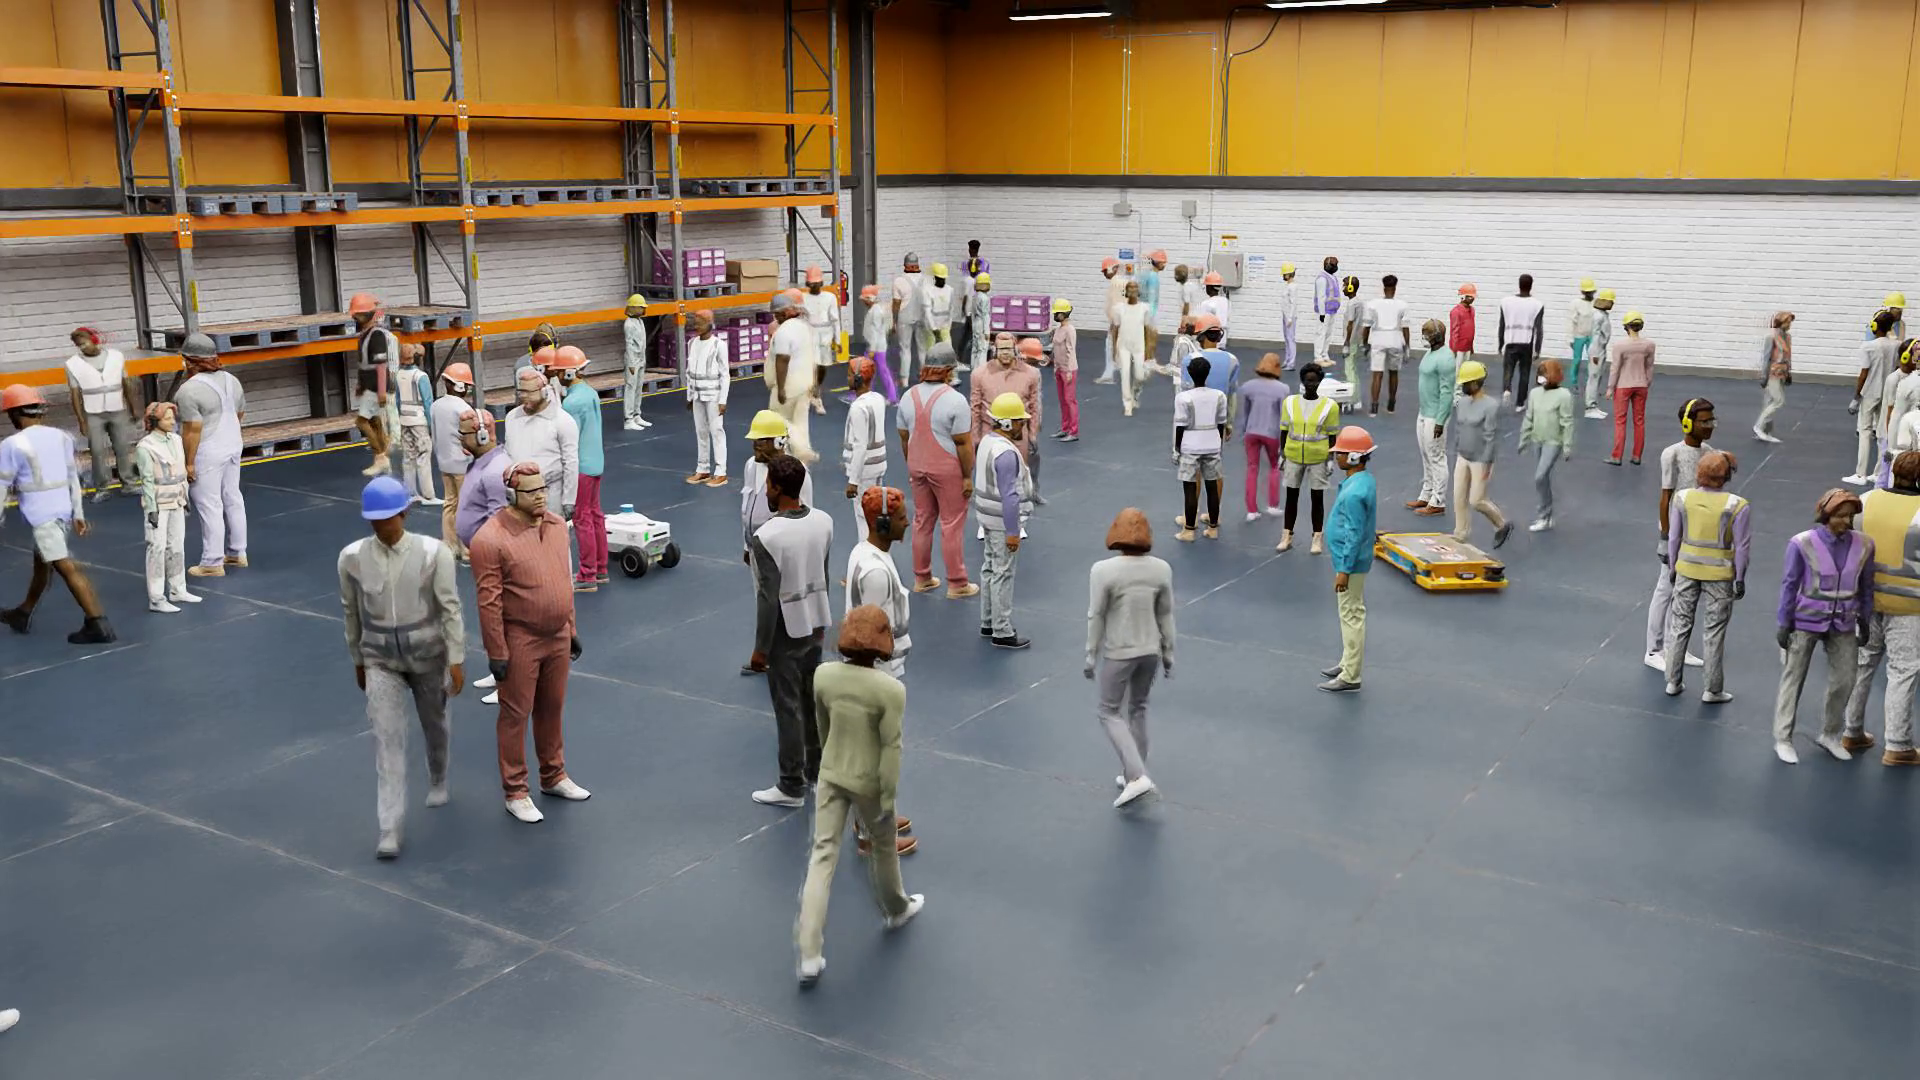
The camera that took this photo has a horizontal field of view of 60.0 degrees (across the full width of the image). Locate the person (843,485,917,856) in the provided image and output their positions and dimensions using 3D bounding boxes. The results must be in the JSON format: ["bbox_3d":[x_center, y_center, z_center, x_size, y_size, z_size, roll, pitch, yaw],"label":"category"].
[{"bbox_3d":[-0.409,0.652,8.345,0.354,1.879,0.582,-1,13,-6],"label":"person"}]

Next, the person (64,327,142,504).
[{"bbox_3d":[-8.627,-1.278,16.877,0.402,1.807,0.745,12,17,41],"label":"person"}]

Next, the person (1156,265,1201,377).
[{"bbox_3d":[3.541,-3.433,26.218,0.917,1.792,0.510,0,13,-2],"label":"person"}]

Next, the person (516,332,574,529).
[{"bbox_3d":[-3.882,-1.013,15.595,0.528,1.860,0.322,-3,13,-14],"label":"person"}]

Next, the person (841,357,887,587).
[{"bbox_3d":[-0.781,-0.545,13.517,0.356,1.883,0.573,3,13,14],"label":"person"}]

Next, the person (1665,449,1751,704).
[{"bbox_3d":[4.780,0.236,10.661,0.309,1.641,0.514,-12,17,-42],"label":"person"}]

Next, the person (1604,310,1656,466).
[{"bbox_3d":[7.595,-1.720,18.889,0.524,1.760,0.326,-2,13,-8],"label":"person"}]

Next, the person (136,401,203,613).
[{"bbox_3d":[-6.129,-0.259,12.837,0.318,1.630,0.513,1,13,6],"label":"person"}]

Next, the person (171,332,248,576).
[{"bbox_3d":[-6.322,-0.720,13.929,0.537,2.000,0.682,3,13,12],"label":"person"}]

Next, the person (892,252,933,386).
[{"bbox_3d":[-0.756,-3.381,25.472,0.688,2.000,0.536,-6,14,-23],"label":"person"}]

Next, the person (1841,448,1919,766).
[{"bbox_3d":[5.411,0.376,9.611,0.429,1.841,0.634,-7,15,-26],"label":"person"}]

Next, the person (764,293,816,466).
[{"bbox_3d":[-1.865,-1.727,18.298,0.581,2.000,0.721,5,14,19],"label":"person"}]

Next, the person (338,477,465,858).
[{"bbox_3d":[-2.861,0.591,8.600,0.616,1.888,1.032,-2,13,-9],"label":"person"}]

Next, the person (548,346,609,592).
[{"bbox_3d":[-3.073,-0.573,13.416,0.407,1.987,0.614,1,13,6],"label":"person"}]

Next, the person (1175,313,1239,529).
[{"bbox_3d":[2.314,-1.120,15.697,0.619,2.029,0.410,-6,14,-26],"label":"person"}]

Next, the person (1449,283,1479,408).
[{"bbox_3d":[7.035,-2.714,23.233,0.351,1.744,0.563,11,17,40],"label":"person"}]

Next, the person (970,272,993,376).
[{"bbox_3d":[0.341,-3.186,25.278,0.309,1.743,0.494,-5,14,-22],"label":"person"}]

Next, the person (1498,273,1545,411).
[{"bbox_3d":[7.673,-2.697,22.795,0.605,1.899,0.596,6,14,26],"label":"person"}]

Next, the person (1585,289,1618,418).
[{"bbox_3d":[8.621,-2.508,22.358,0.318,1.732,0.486,8,15,31],"label":"person"}]

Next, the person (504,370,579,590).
[{"bbox_3d":[-3.181,-0.330,12.535,0.638,1.907,0.407,5,14,20],"label":"person"}]

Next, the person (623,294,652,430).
[{"bbox_3d":[-4.158,-2.293,21.433,0.342,1.735,0.484,2,13,9],"label":"person"}]

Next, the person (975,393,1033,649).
[{"bbox_3d":[0.319,-0.141,11.874,0.404,1.829,0.600,-3,13,-14],"label":"person"}]

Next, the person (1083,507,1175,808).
[{"bbox_3d":[0.954,0.643,8.968,0.523,1.604,0.538,-6,14,-24],"label":"person"}]

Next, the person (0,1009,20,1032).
[{"bbox_3d":[-3.962,1.150,6.177,0.642,1.888,0.796,5,14,19],"label":"person"}]

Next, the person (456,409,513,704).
[{"bbox_3d":[-3.030,0.095,10.718,0.396,1.900,0.647,-6,14,-24],"label":"person"}]

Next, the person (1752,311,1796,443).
[{"bbox_3d":[9.992,-1.989,20.329,0.530,1.622,0.377,-11,17,-41],"label":"person"}]

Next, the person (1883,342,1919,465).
[{"bbox_3d":[8.631,-0.826,14.761,0.775,1.883,0.400,1,13,6],"label":"person"}]

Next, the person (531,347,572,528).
[{"bbox_3d":[-3.810,-0.918,15.433,0.337,1.743,0.563,1,13,3],"label":"person"}]

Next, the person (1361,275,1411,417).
[{"bbox_3d":[5.786,-2.623,22.546,0.675,1.906,0.752,4,13,16],"label":"person"}]

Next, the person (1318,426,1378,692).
[{"bbox_3d":[2.550,0.119,10.907,0.318,1.756,0.562,4,14,16],"label":"person"}]

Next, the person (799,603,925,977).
[{"bbox_3d":[-0.454,1.058,7.223,0.512,1.579,0.897,7,15,27],"label":"person"}]

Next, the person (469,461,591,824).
[{"bbox_3d":[-2.255,0.524,8.830,0.408,1.909,0.642,7,15,29],"label":"person"}]

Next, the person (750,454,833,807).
[{"bbox_3d":[-0.899,0.488,8.957,0.391,1.920,0.593,7,15,29],"label":"person"}]

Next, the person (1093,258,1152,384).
[{"bbox_3d":[2.524,-3.366,25.643,0.838,1.940,0.655,0,13,1],"label":"person"}]

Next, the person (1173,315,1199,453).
[{"bbox_3d":[2.672,-1.839,19.684,0.313,1.634,0.514,3,13,15],"label":"person"}]

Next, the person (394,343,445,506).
[{"bbox_3d":[-5.453,-1.155,16.697,0.514,1.639,0.310,9,16,34],"label":"person"}]

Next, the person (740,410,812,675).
[{"bbox_3d":[-1.247,0.041,11.084,0.602,1.830,0.404,11,17,40],"label":"person"}]
